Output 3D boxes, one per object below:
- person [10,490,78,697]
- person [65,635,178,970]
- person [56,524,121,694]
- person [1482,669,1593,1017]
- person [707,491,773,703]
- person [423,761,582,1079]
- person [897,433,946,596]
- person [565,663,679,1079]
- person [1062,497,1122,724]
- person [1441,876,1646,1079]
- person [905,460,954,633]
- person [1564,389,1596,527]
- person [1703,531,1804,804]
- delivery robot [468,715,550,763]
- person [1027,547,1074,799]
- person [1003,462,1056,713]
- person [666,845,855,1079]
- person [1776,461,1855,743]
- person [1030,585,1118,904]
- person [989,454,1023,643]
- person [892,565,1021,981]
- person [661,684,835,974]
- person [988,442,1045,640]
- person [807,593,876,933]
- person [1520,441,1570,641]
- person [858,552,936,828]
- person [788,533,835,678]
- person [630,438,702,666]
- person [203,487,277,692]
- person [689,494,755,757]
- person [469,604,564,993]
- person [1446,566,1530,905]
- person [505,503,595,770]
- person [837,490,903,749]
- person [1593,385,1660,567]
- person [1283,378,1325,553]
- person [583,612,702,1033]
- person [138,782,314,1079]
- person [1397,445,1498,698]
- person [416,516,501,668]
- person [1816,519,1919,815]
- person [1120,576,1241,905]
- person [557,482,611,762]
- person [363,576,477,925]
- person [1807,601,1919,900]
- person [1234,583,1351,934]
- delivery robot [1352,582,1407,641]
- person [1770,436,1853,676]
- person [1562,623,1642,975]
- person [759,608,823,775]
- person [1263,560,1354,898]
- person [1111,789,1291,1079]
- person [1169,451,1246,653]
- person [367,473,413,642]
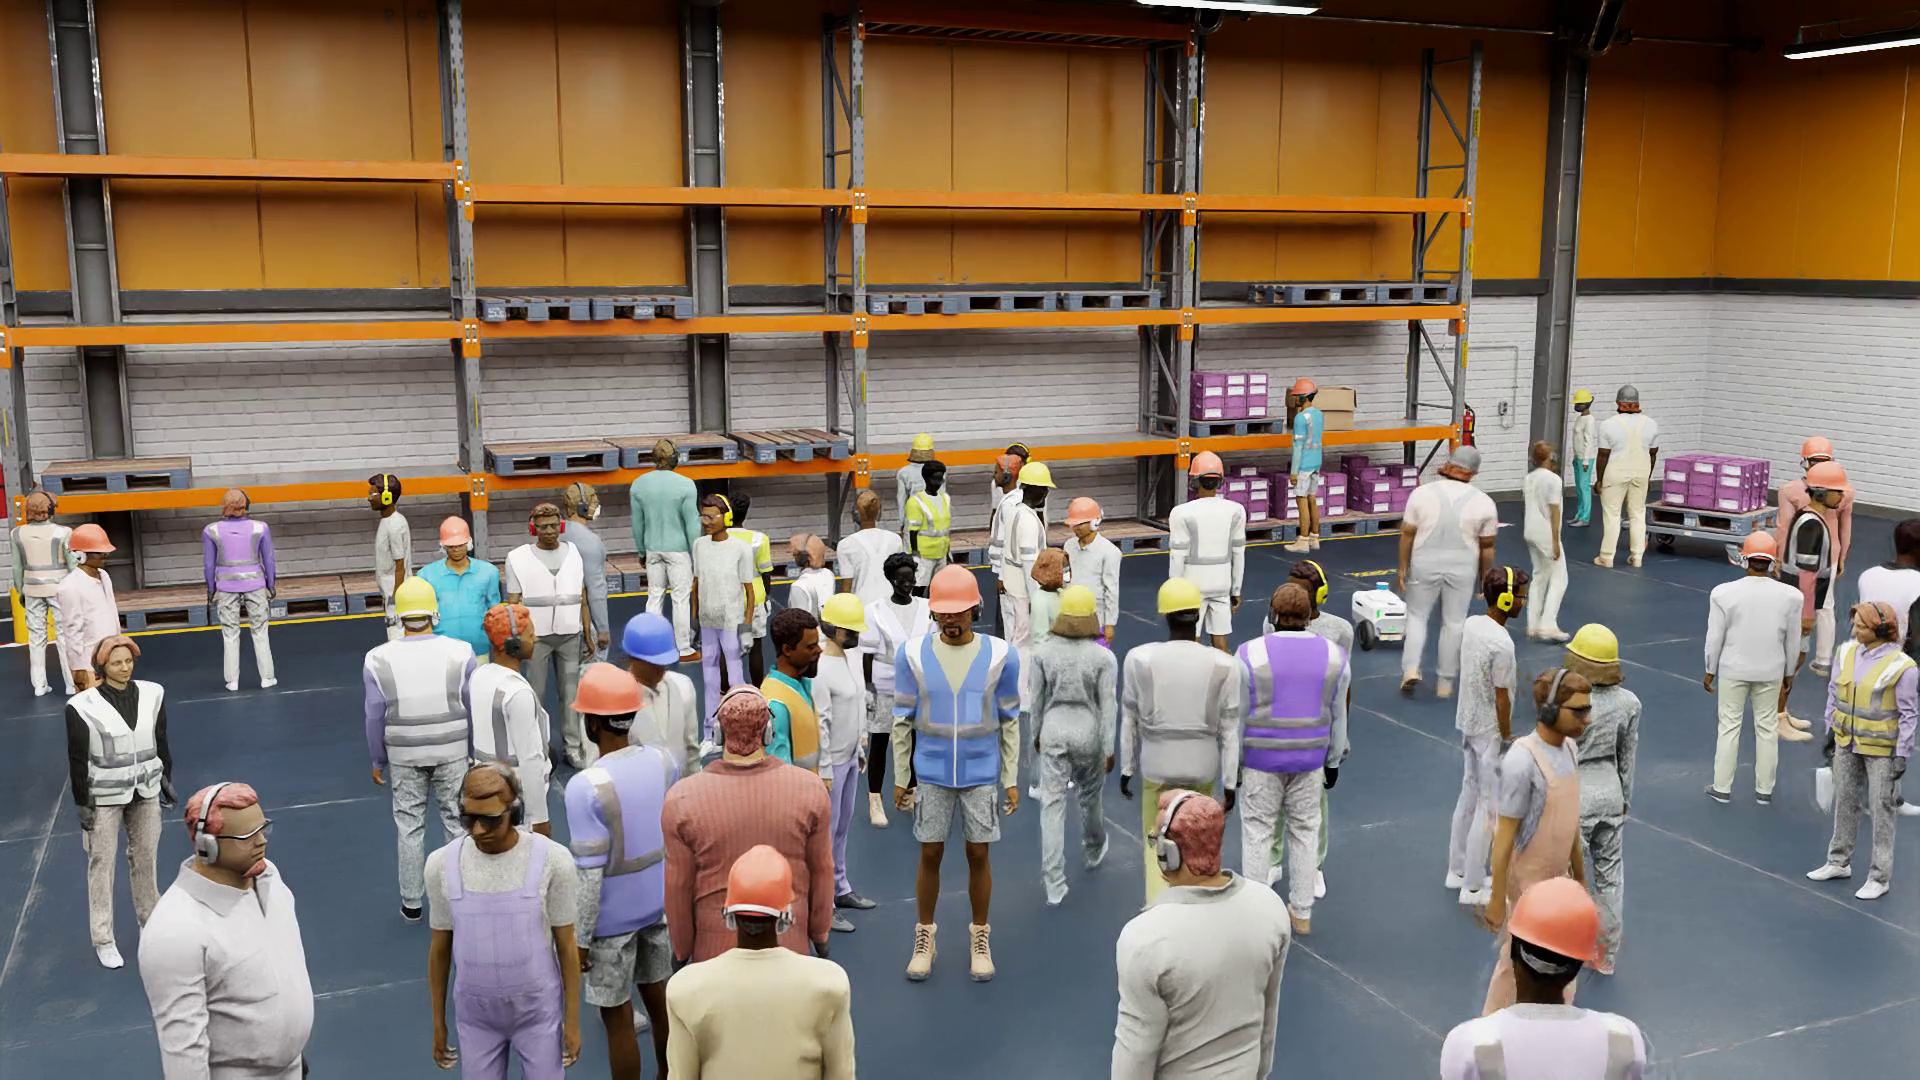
[{"bbox_3d":[-7.165,0.430,13.090,0.523,1.640,0.306,-1,10,-3],"label":"person"},{"bbox_3d":[-4.142,1.271,8.240,0.312,1.642,0.512,6,12,33],"label":"person"},{"bbox_3d":[-5.638,0.757,10.879,0.343,1.749,0.573,-1,10,-5],"label":"person"},{"bbox_3d":[2.453,1.430,6.802,0.739,1.818,0.554,9,13,41],"label":"person"},{"bbox_3d":[-1.685,0.472,12.686,0.533,1.697,0.318,0,10,-2],"label":"person"},{"bbox_3d":[-1.545,1.626,5.655,0.516,1.835,0.358,0,10,-1],"label":"person"},{"bbox_3d":[-0.364,-0.175,16.275,0.493,1.743,0.296,2,10,13],"label":"person"},{"bbox_3d":[-1.331,1.430,6.470,0.379,1.937,0.547,6,11,31],"label":"person"},{"bbox_3d":[0.920,0.547,12.132,0.355,1.741,0.573,-8,12,-38],"label":"person"},{"bbox_3d":[1.522,1.829,4.414,0.542,1.879,1.066,1,10,5],"label":"person"},{"bbox_3d":[-0.263,0.131,14.663,0.321,1.692,0.529,8,13,40],"label":"person"},{"bbox_3d":[7.927,-1.042,21.238,0.340,1.761,0.524,1,10,5],"label":"person"},{"bbox_3d":[5.019,0.810,10.573,0.563,1.751,0.330,2,10,10],"label":"person"},{"bbox_3d":[-3.110,1.280,11.047,0.707,0.478,0.477,-6,11,-30],"label":"delivery robot"},{"bbox_3d":[0.584,0.851,10.685,0.279,1.633,0.506,3,10,17],"label":"person"},{"bbox_3d":[0.530,0.358,12.708,0.396,1.919,0.588,-1,10,-4],"label":"person"},{"bbox_3d":[-0.595,1.774,5.018,0.563,1.752,0.341,-1,10,-5],"label":"person"},{"bbox_3d":[6.102,0.437,11.944,0.425,2.033,0.621,5,11,25],"label":"person"},{"bbox_3d":[0.634,1.078,9.171,0.505,1.687,0.889,3,10,16],"label":"person"},{"bbox_3d":[0.394,0.238,13.501,0.355,1.882,0.575,1,10,7],"label":"person"},{"bbox_3d":[-0.018,1.119,7.961,0.615,2.041,0.391,0,10,2],"label":"person"},{"bbox_3d":[-0.793,1.480,6.274,0.643,1.909,0.410,-2,10,-14],"label":"person"},{"bbox_3d":[0.495,0.078,14.478,0.517,1.865,0.328,2,10,10],"label":"person"},{"bbox_3d":[-0.621,1.139,8.665,0.319,1.761,0.525,3,10,17],"label":"person"},{"bbox_3d":[5.285,0.012,15.070,0.341,1.790,0.632,-3,10,-19],"label":"person"},{"bbox_3d":[-0.368,0.905,10.187,0.529,1.697,0.321,-5,11,-26],"label":"person"},{"bbox_3d":[-0.988,0.762,11.169,0.314,1.643,0.514,4,11,21],"label":"person"},{"bbox_3d":[-2.472,0.106,14.093,0.627,1.941,0.371,3,10,18],"label":"person"},{"bbox_3d":[-5.733,0.399,13.271,0.524,1.639,0.308,-4,10,-20],"label":"person"},{"bbox_3d":[-1.649,0.604,11.426,0.526,1.871,0.324,5,11,25],"label":"person"},{"bbox_3d":[-2.083,1.225,7.811,0.356,1.883,0.574,-8,13,-39],"label":"person"},{"bbox_3d":[2.844,1.048,8.927,0.344,1.856,0.525,-1,10,-7],"label":"person"},{"bbox_3d":[-2.754,0.656,11.192,0.572,1.843,0.373,-6,11,-30],"label":"person"},{"bbox_3d":[-0.647,0.558,11.762,0.508,1.846,0.345,-6,12,-31],"label":"person"},{"bbox_3d":[7.375,-0.716,18.538,0.675,2.000,0.537,0,10,-2],"label":"person"},{"bbox_3d":[4.015,-0.869,19.446,0.405,2.034,0.608,7,12,35],"label":"person"},{"bbox_3d":[-1.411,1.254,7.545,0.447,1.920,0.633,7,12,37],"label":"person"},{"bbox_3d":[-2.210,1.672,5.165,0.409,1.907,0.651,1,10,4],"label":"person"},{"bbox_3d":[3.842,0.228,13.101,0.732,2.000,0.674,3,10,17],"label":"person"},{"bbox_3d":[-3.352,0.705,11.179,0.564,1.751,0.330,-4,11,-23],"label":"person"},{"bbox_3d":[5.638,0.807,10.208,0.740,1.890,0.621,-1,10,-8],"label":"person"},{"bbox_3d":[1.093,1.135,8.269,0.600,1.902,0.623,1,10,4],"label":"person"},{"bbox_3d":[-2.601,0.559,11.491,0.372,1.940,0.631,-8,13,-39],"label":"person"},{"bbox_3d":[-2.783,1.095,8.691,0.588,1.837,0.403,-3,10,-16],"label":"person"},{"bbox_3d":[4.935,1.131,9.055,0.313,1.638,0.521,-4,11,-21],"label":"person"},{"bbox_3d":[1.664,1.128,8.535,0.640,1.831,0.429,-1,10,-8],"label":"person"},{"bbox_3d":[3.760,0.621,14.845,0.477,0.478,0.707,-1,10,-5],"label":"delivery robot"},{"bbox_3d":[7.015,0.138,13.750,0.612,1.994,0.395,1,10,3],"label":"person"},{"bbox_3d":[3.014,1.257,8.021,0.490,1.746,0.286,-3,10,-15],"label":"person"},{"bbox_3d":[-0.796,1.246,7.587,0.386,1.918,0.590,0,10,1],"label":"person"},{"bbox_3d":[1.869,1.020,9.050,0.517,1.865,0.334,4,11,22],"label":"person"},{"bbox_3d":[0.690,1.687,5.090,0.638,1.906,0.408,-7,12,-35],"label":"person"},{"bbox_3d":[1.803,0.359,12.339,0.615,2.042,0.374,-3,10,-18],"label":"person"},{"bbox_3d":[-4.253,0.430,12.429,0.328,1.872,0.513,-4,11,-23],"label":"person"}]
